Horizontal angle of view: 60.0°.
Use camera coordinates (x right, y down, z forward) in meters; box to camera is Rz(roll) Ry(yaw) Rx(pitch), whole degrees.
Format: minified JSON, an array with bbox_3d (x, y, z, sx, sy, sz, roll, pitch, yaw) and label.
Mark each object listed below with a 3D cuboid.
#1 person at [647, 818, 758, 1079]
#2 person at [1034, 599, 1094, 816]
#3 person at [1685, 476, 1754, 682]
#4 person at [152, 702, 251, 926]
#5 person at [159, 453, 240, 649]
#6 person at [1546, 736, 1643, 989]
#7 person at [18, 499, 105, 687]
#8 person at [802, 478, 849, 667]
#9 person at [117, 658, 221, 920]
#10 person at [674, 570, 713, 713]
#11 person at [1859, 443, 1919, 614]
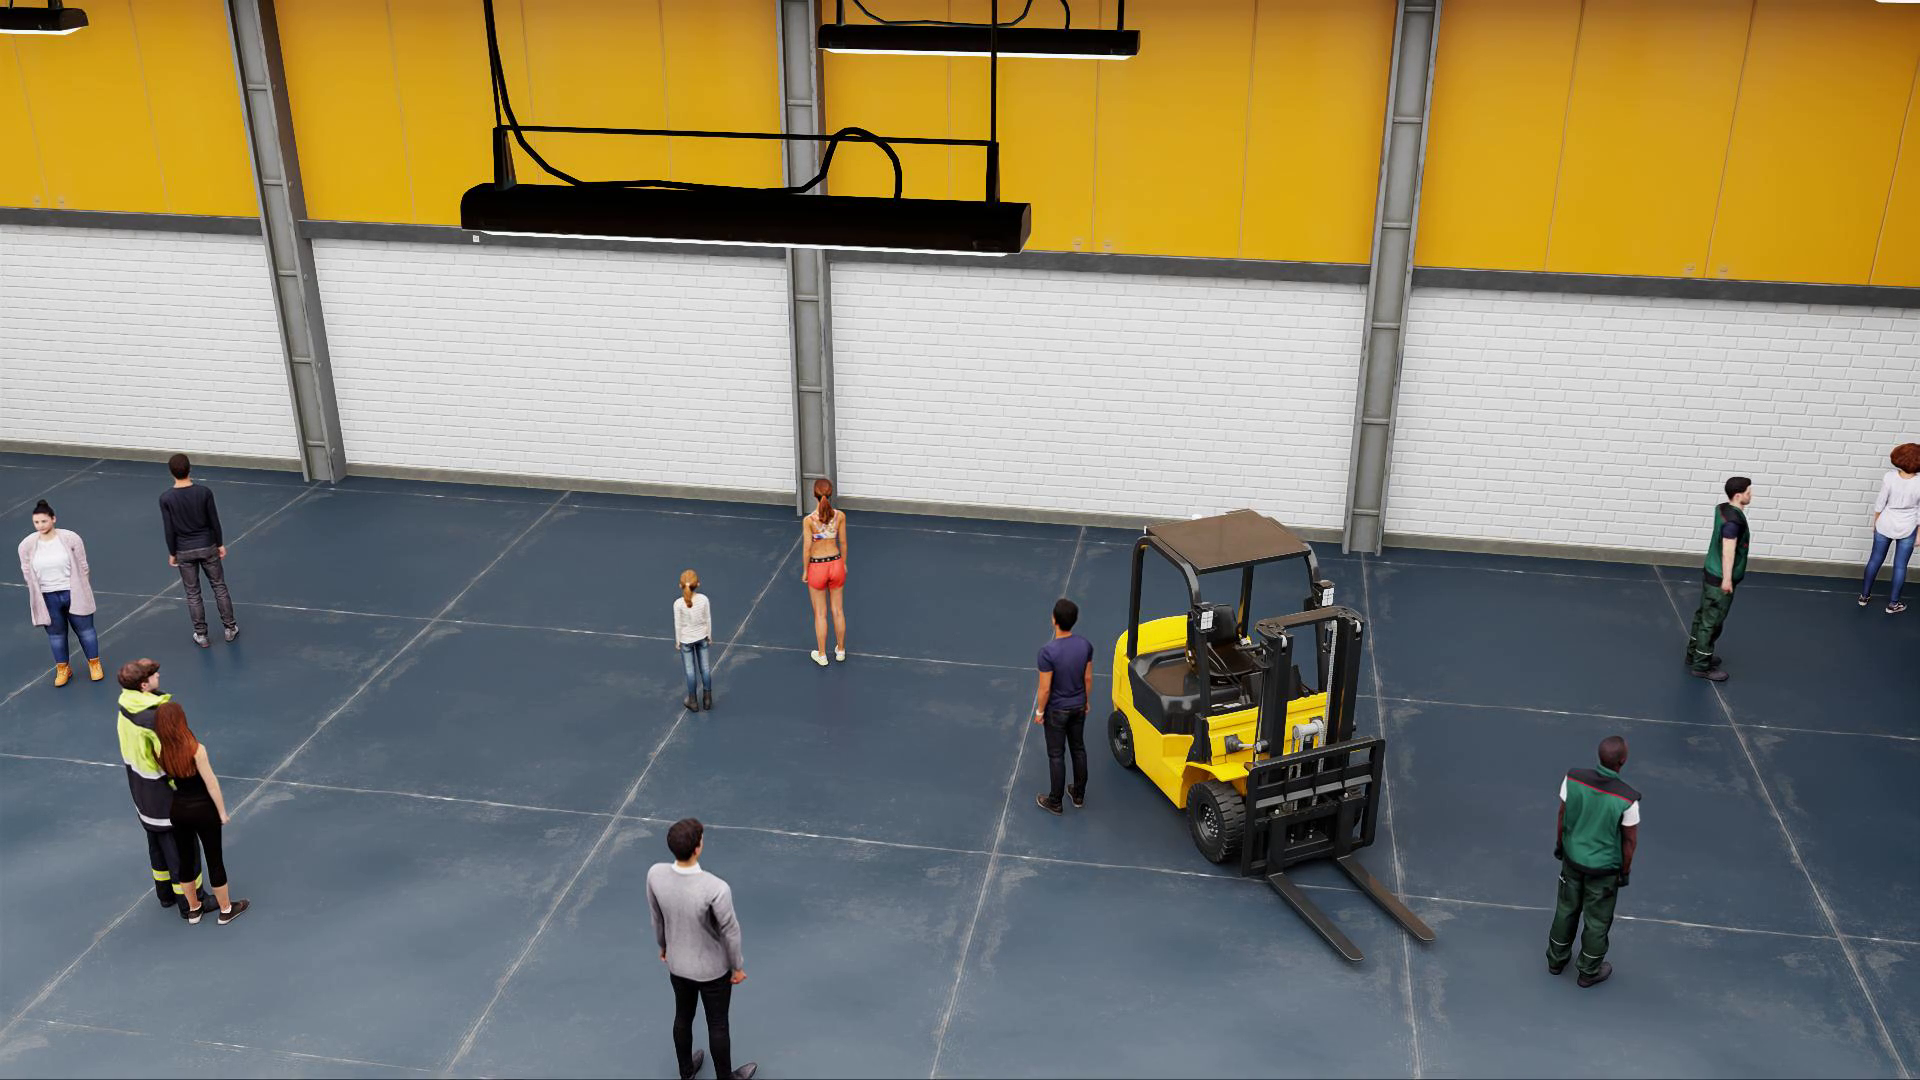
[{"bbox_3d":[-1.570,2.494,9.923,0.640,1.924,0.842,9,25,20],"label":"person"},{"bbox_3d":[0.814,1.287,12.847,0.686,1.793,0.781,-12,26,-25],"label":"person"},{"bbox_3d":[6.834,0.312,14.943,0.585,1.901,0.686,6,24,13],"label":"person"},{"bbox_3d":[-5.337,1.892,11.547,0.455,1.726,0.631,2,24,5],"label":"person"},{"bbox_3d":[-7.109,0.094,15.483,0.697,1.868,0.775,-14,27,-28],"label":"person"},{"bbox_3d":[4.159,2.098,10.933,0.748,1.840,0.846,21,31,40],"label":"person"},{"bbox_3d":[-7.998,0.457,14.809,0.748,1.743,0.853,-9,25,-19],"label":"person"},{"bbox_3d":[-1.223,0.287,15.139,0.646,1.790,0.741,-9,25,-20],"label":"person"},{"bbox_3d":[-5.577,1.717,11.627,0.779,1.983,0.926,17,29,34],"label":"person"},{"bbox_3d":[-2.302,0.867,14.403,0.555,1.316,0.624,-10,25,-21],"label":"person"},{"bbox_3d":[9.130,-0.138,16.206,0.813,1.713,0.735,-20,31,-38],"label":"person"}]
